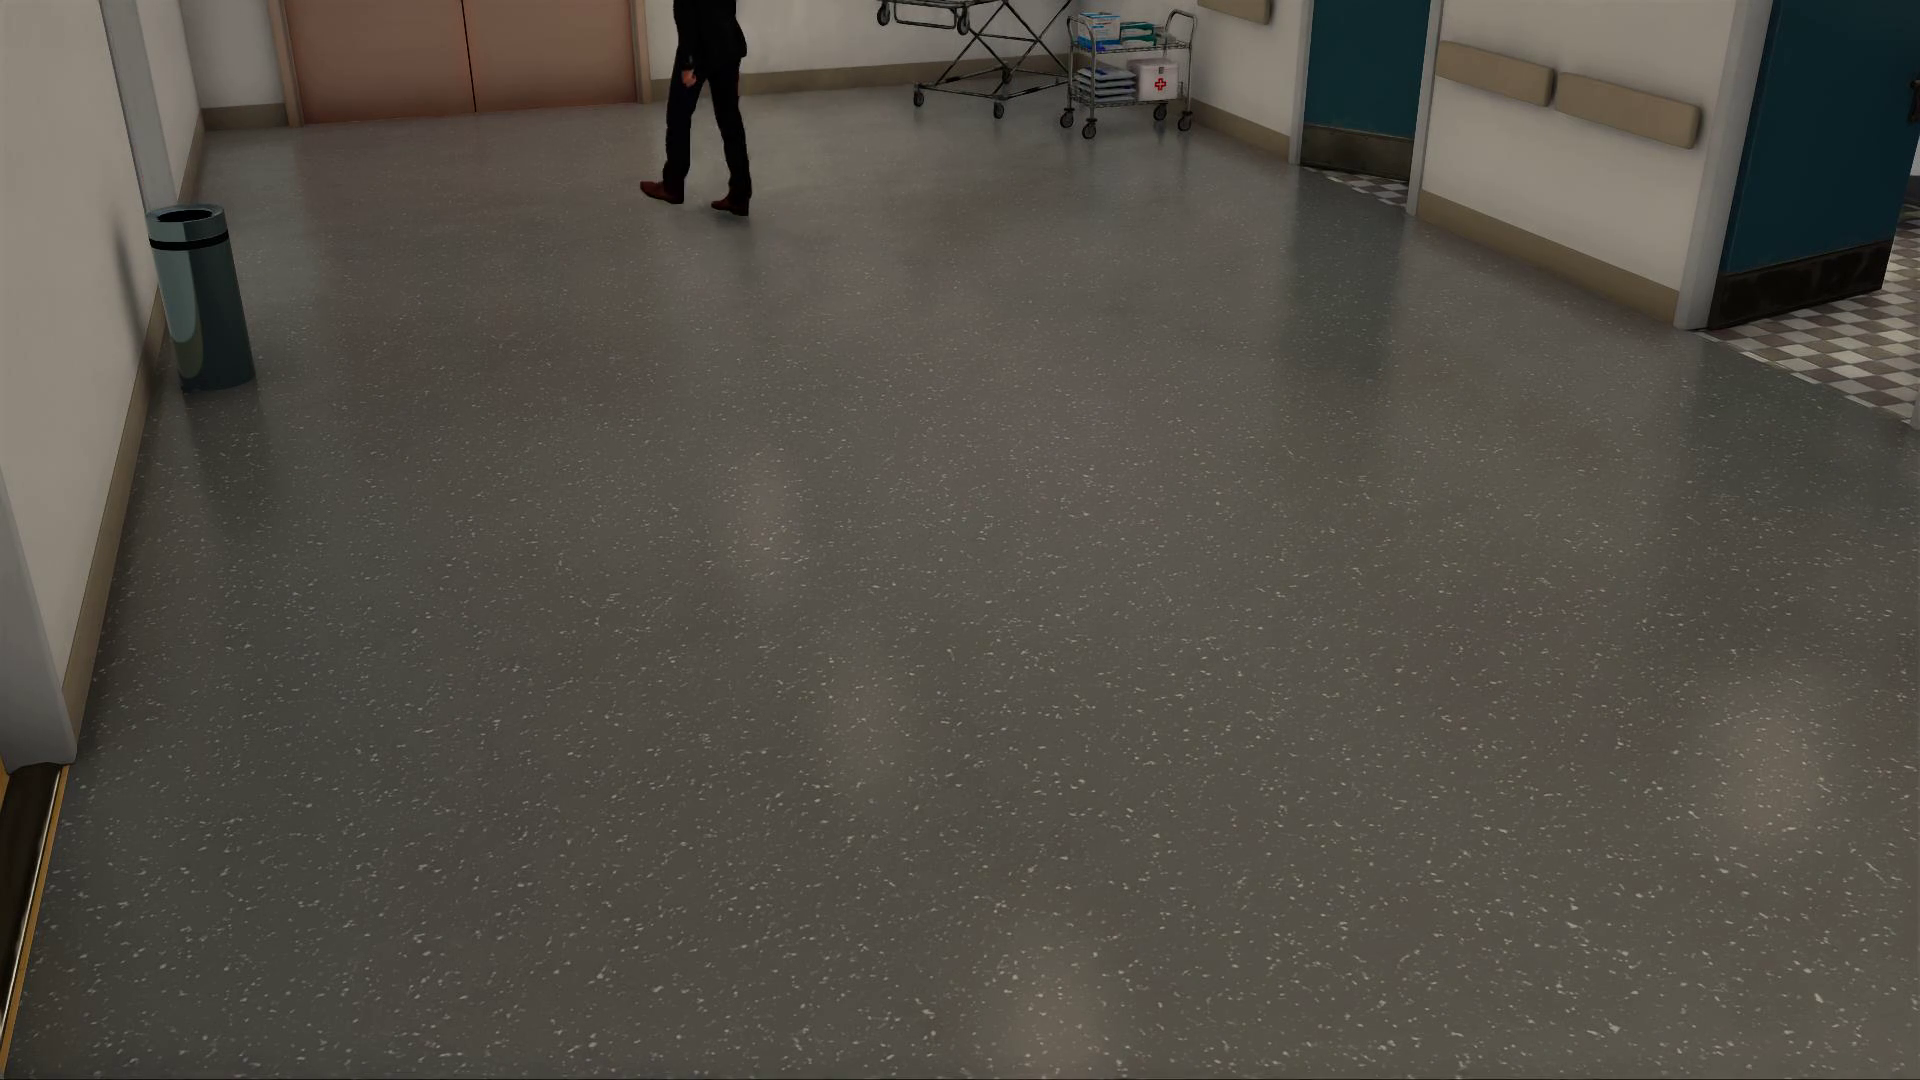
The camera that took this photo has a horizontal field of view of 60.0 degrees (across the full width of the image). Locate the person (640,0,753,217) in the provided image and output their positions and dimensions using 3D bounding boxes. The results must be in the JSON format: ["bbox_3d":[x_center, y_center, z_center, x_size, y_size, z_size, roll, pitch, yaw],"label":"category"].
[{"bbox_3d":[-1.319,-2.644,9.095,1.148,1.769,1.020,19,31,34],"label":"person"}]
